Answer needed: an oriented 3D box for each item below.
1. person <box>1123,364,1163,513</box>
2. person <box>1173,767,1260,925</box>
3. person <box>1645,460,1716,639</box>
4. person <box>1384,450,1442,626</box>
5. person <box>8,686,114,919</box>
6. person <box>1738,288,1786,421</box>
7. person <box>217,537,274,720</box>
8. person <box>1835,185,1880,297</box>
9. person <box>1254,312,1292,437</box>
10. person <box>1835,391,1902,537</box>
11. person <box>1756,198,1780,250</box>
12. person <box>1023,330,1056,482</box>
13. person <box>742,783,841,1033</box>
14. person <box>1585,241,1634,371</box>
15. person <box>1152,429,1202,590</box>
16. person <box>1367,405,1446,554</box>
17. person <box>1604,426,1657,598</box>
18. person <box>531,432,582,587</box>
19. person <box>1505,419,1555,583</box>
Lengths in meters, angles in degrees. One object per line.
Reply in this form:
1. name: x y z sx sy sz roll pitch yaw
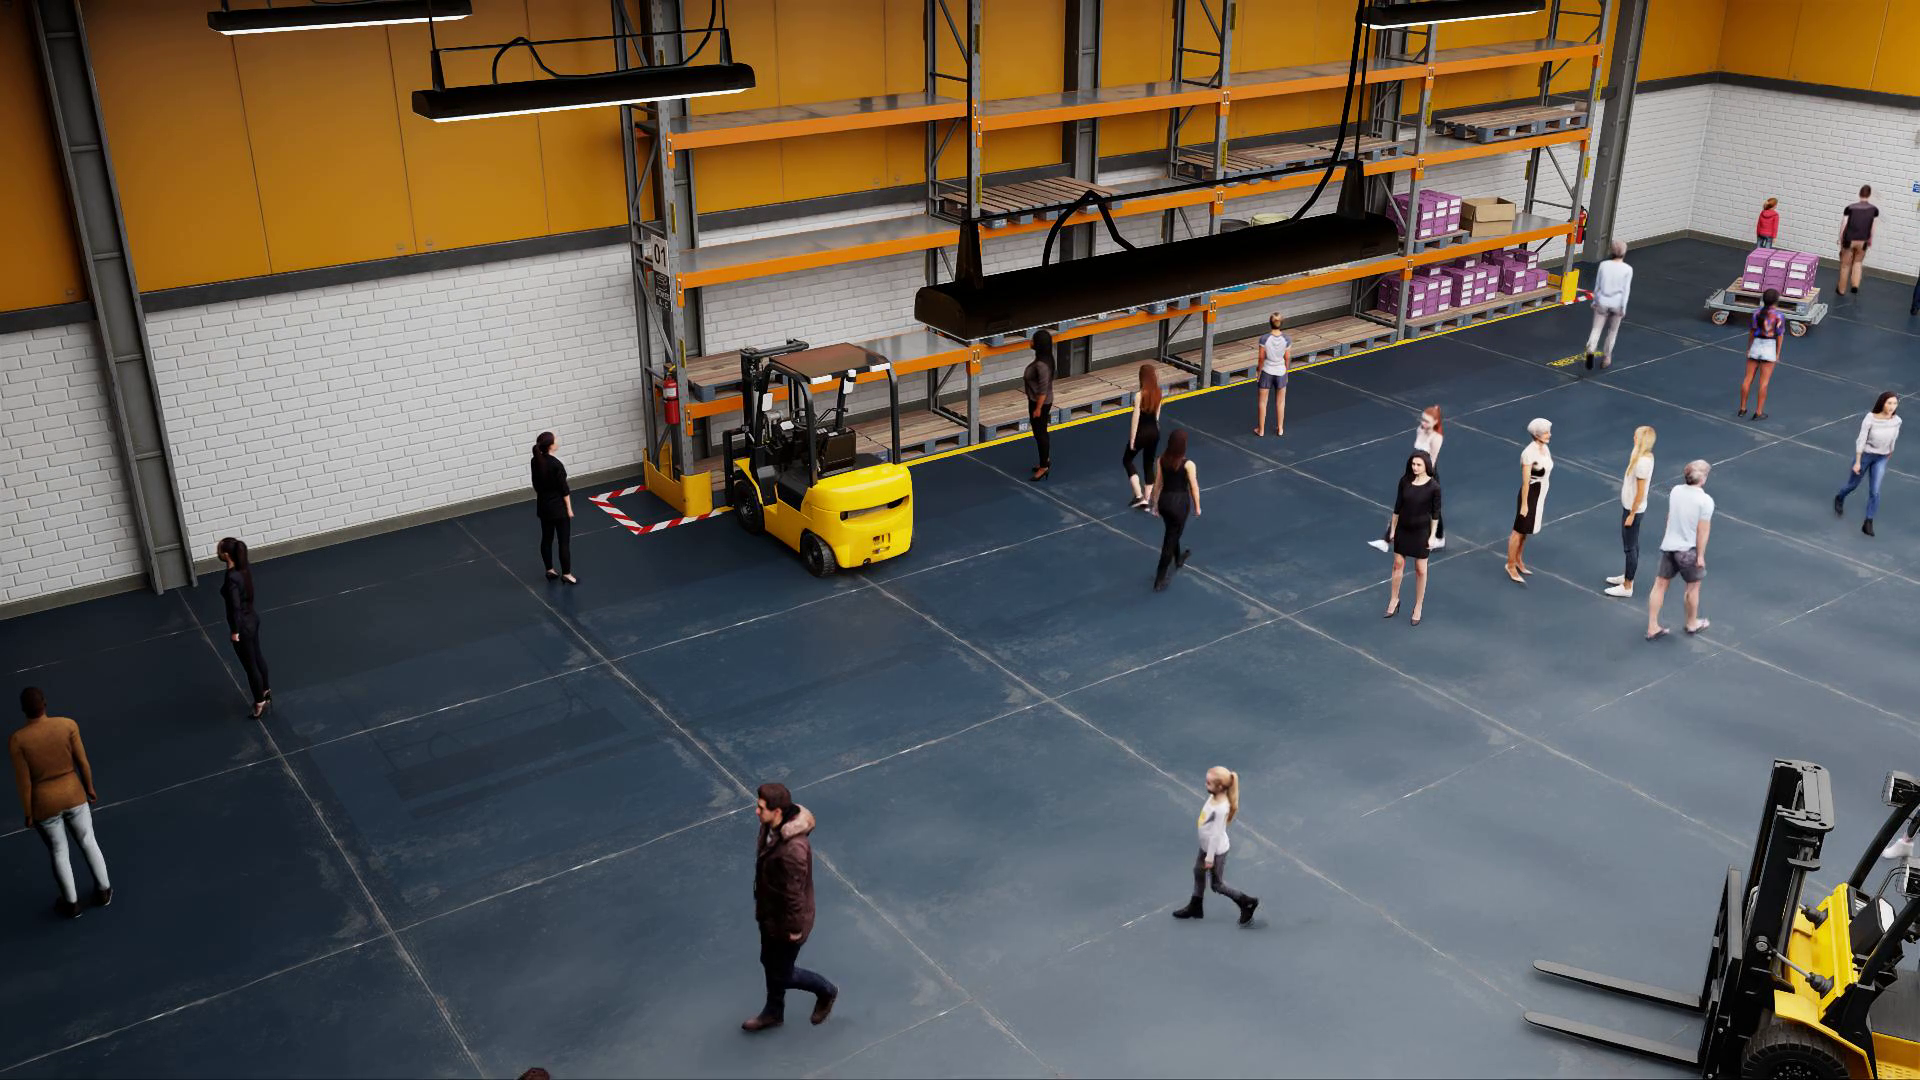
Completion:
1. person: 2.156 -1.127 18.893 0.612 1.713 0.678 -16 28 -32
2. person: 1.867 2.195 11.851 0.889 1.266 0.741 -1 24 -2
3. person: 6.835 0.122 15.914 0.953 1.810 0.732 -13 27 -27
4. person: 4.444 -0.033 16.278 0.657 1.802 0.602 17 29 34
5. person: -6.466 1.864 11.924 0.505 1.815 0.733 -20 31 -39
6. person: 10.563 -2.458 21.898 0.546 1.744 0.613 -20 31 -38
7. person: -6.273 0.757 14.583 0.638 1.712 0.642 -3 24 -6
8. person: 14.775 -4.916 27.417 0.814 1.826 0.868 5 24 12
9. person: 4.003 -2.119 21.273 0.642 1.624 0.737 -1 24 -1
10. person: 10.079 -0.899 18.511 1.057 1.600 1.062 2 24 4
11. person: 14.009 -5.294 28.919 0.472 1.317 0.498 -16 28 -32
12. person: 0.976 -1.618 19.855 0.803 1.841 0.749 3 24 8
13. person: -1.078 2.379 10.719 0.909 1.834 0.822 -12 26 -25
14. person: 9.199 -3.295 23.649 0.905 1.875 1.162 16 28 33
15. person: 2.147 -0.282 17.034 0.767 1.653 1.102 19 30 37
16. person: 5.044 -0.614 17.740 1.243 1.696 0.866 -6 24 -13
17. person: 6.851 -0.300 16.881 0.734 1.809 0.610 10 26 22
18. person: -4.190 -0.321 17.113 0.684 1.661 0.693 13 27 27
19. person: 5.902 -0.431 17.249 0.757 1.754 0.578 17 29 34
